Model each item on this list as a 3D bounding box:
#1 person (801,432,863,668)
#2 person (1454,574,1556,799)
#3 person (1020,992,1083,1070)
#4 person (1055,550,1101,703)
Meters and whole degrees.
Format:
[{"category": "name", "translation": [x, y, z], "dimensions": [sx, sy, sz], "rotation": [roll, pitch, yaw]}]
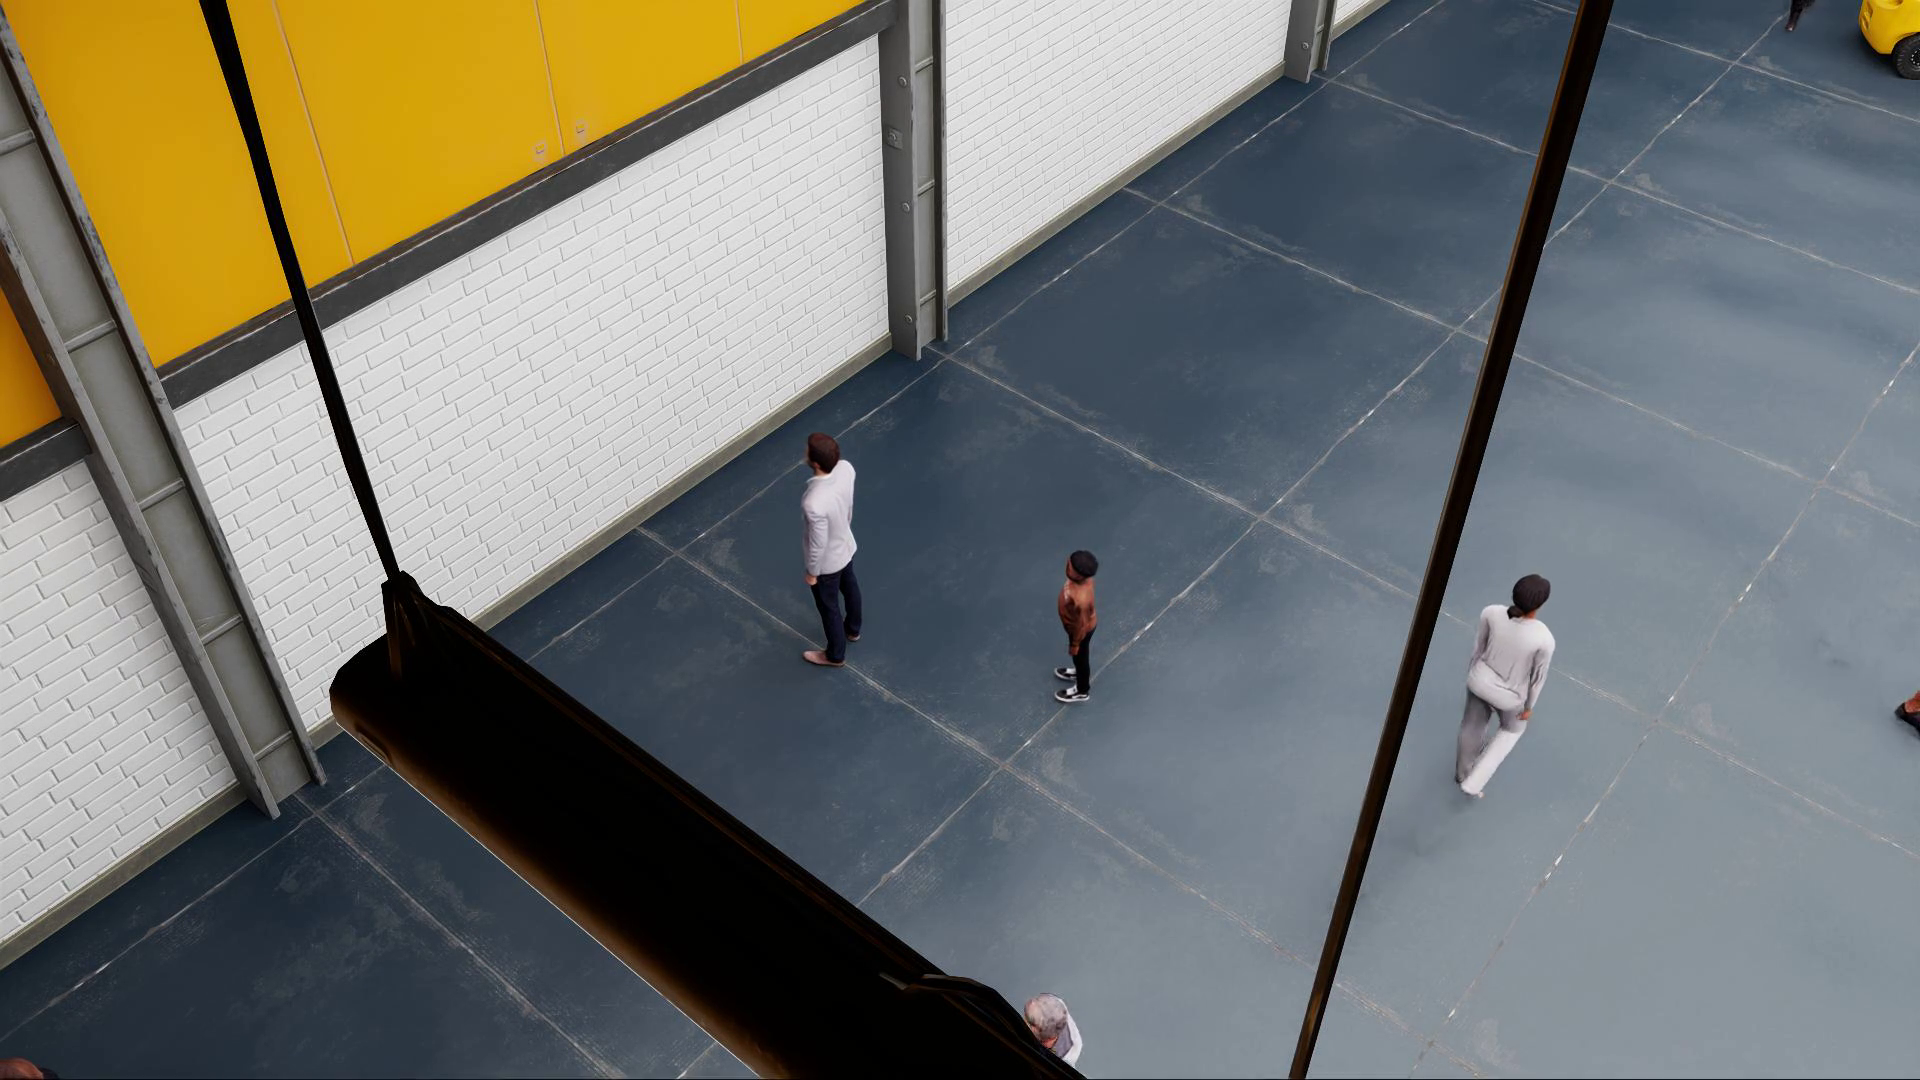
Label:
[{"category": "person", "translation": [-0.820, 0.060, 10.569], "dimensions": [0.798, 1.852, 0.624], "rotation": [16, 46, 16]}, {"category": "person", "translation": [3.133, 0.899, 9.782], "dimensions": [0.630, 1.724, 0.714], "rotation": [32, 52, 29]}, {"category": "person", "translation": [0.488, 2.659, 7.893], "dimensions": [1.202, 1.781, 1.252], "rotation": [4, 44, 5]}, {"category": "person", "translation": [0.760, 0.531, 10.509], "dimensions": [0.651, 1.253, 0.560], "rotation": [3, 44, 3]}]
